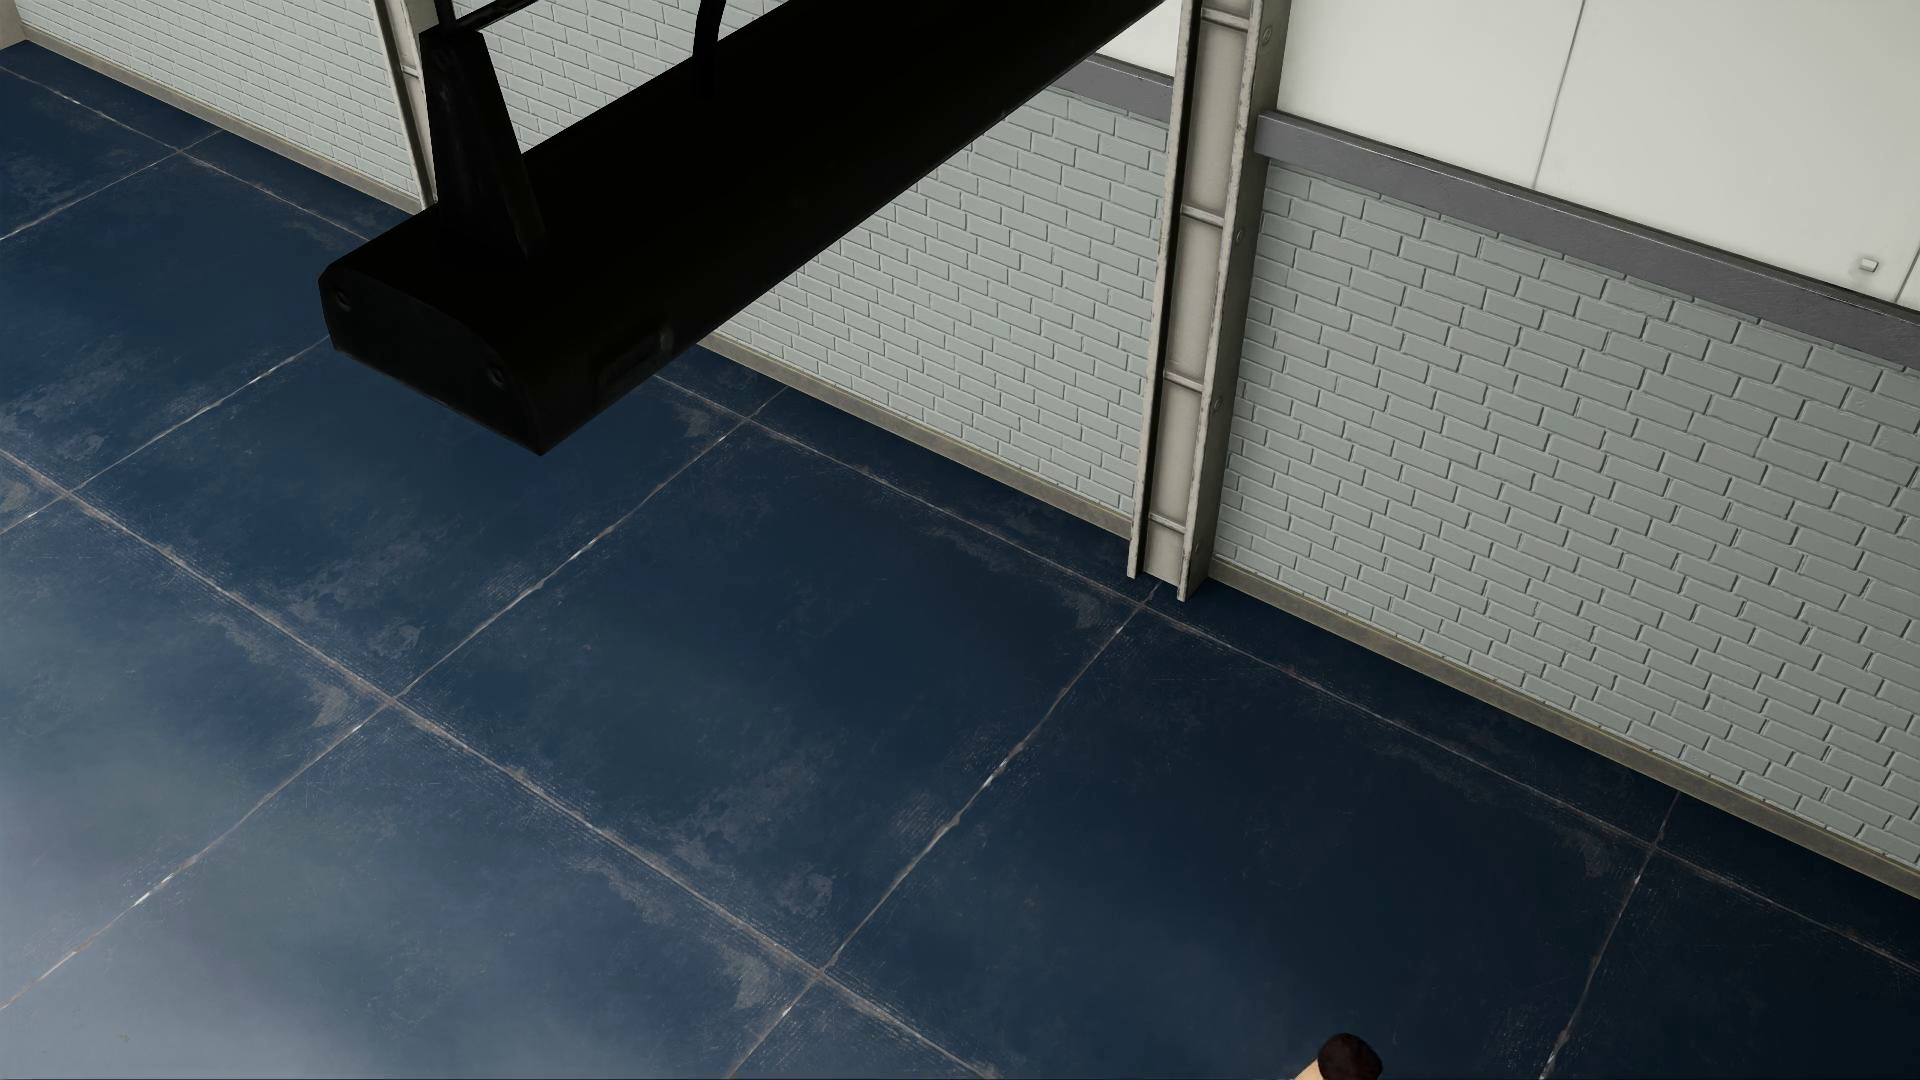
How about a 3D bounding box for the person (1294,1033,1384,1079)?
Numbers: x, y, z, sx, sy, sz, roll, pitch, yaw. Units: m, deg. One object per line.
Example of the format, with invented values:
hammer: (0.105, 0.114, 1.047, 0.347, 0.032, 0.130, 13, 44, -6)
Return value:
person: (1.291, 2.303, 6.376, 1.122, 1.686, 0.722, 31, 51, 29)
